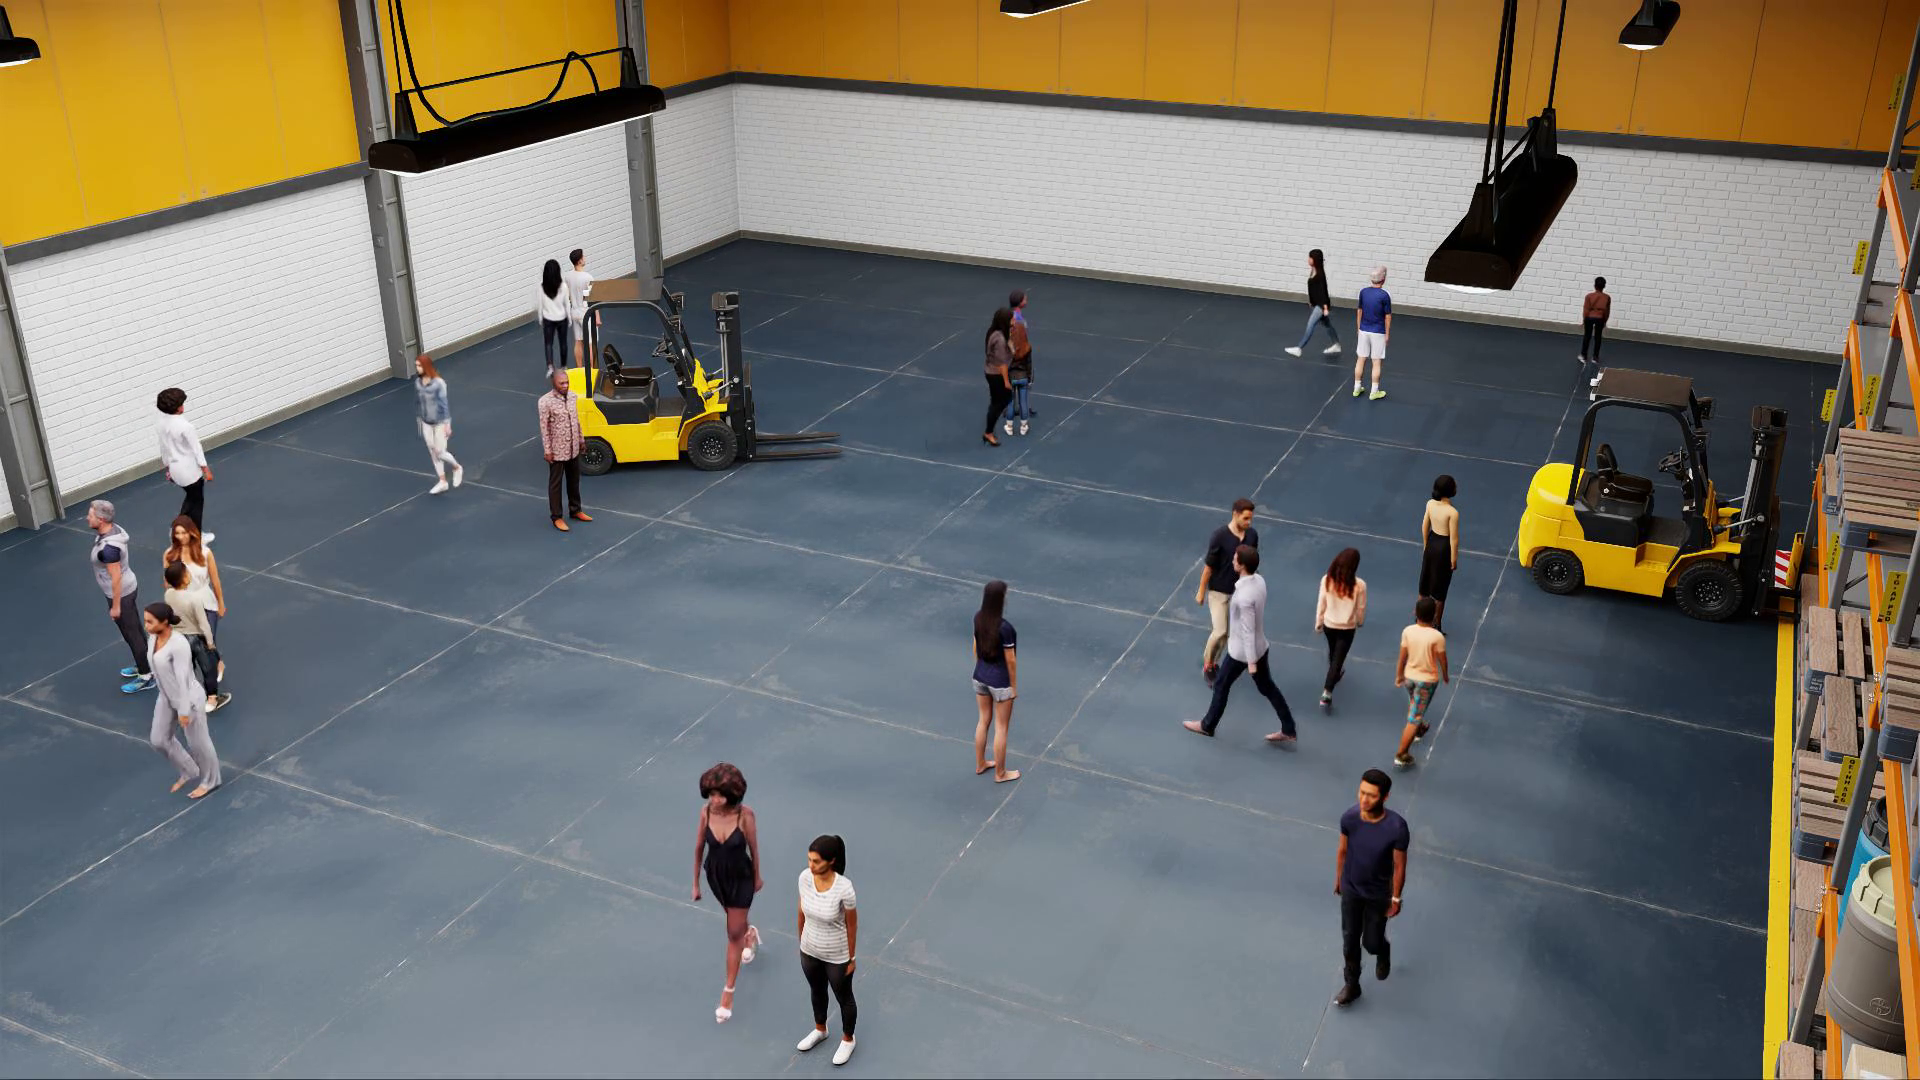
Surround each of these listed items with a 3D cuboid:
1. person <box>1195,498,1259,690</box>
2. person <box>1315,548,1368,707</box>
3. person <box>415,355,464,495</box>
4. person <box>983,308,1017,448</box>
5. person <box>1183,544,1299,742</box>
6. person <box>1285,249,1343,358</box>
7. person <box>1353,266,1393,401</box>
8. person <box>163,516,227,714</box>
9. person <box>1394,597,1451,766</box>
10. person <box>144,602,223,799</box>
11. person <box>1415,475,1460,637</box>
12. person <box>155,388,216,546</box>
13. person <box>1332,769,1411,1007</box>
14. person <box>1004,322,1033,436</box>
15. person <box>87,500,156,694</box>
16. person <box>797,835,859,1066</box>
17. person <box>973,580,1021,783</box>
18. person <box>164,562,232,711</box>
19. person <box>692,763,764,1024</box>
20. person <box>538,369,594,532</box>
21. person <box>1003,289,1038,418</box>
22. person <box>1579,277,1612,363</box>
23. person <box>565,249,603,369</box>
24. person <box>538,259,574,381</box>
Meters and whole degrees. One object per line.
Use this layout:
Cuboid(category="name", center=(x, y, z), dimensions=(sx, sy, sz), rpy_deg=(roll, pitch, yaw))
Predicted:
Cuboid(category="person", center=(2.384, 0.433, 15.160), dimensions=(0.808, 1.829, 0.878), rpy_deg=(-9, 25, -20))
Cuboid(category="person", center=(3.368, 0.798, 14.807), dimensions=(0.615, 1.442, 1.025), rpy_deg=(12, 26, 25))
Cuboid(category="person", center=(-6.079, -1.377, 19.471), dimensions=(0.613, 1.691, 0.668), rpy_deg=(10, 26, 22))
Cuboid(category="person", center=(0.371, -2.010, 20.762), dimensions=(0.860, 1.816, 0.760), rpy_deg=(-3, 24, -7))
Cuboid(category="person", center=(2.517, 0.944, 14.024), dimensions=(0.804, 1.801, 1.158), rpy_deg=(12, 26, 26))
Cuboid(category="person", center=(5.329, -3.426, 24.291), dimensions=(0.995, 1.585, 1.120), rpy_deg=(-1, 24, -3))
Cuboid(category="person", center=(5.616, -2.832, 22.615), dimensions=(0.685, 1.839, 0.638), rpy_deg=(18, 29, 35))
Cuboid(category="person", center=(-6.815, 0.595, 14.901), dimensions=(0.968, 1.737, 1.177), rpy_deg=(-3, 24, -7))
Cuboid(category="person", center=(3.815, 1.210, 13.890), dimensions=(0.715, 1.421, 1.054), rpy_deg=(19, 30, 37))
Cuboid(category="person", center=(-6.214, 1.250, 13.420), dimensions=(0.660, 1.724, 0.654), rpy_deg=(13, 27, 27))
Cuboid(category="person", center=(4.611, 0.147, 16.032), dimensions=(0.691, 1.653, 0.660), rpy_deg=(-14, 27, -29))
Cuboid(category="person", center=(-8.385, -0.744, 17.889), dimensions=(0.626, 1.799, 0.651), rpy_deg=(10, 26, 23))
Cuboid(category="person", center=(2.740, 2.270, 11.014), dimensions=(0.737, 1.783, 0.846), rpy_deg=(17, 29, 34))
Cuboid(category="person", center=(0.727, -2.079, 21.338), dimensions=(0.633, 1.482, 0.663), rpy_deg=(-4, 24, -8))
Cuboid(category="person", center=(-7.583, 0.478, 15.054), dimensions=(0.808, 1.829, 0.762), rpy_deg=(-9, 25, -20))
Cuboid(category="person", center=(-0.830, 2.568, 10.503), dimensions=(0.584, 1.645, 0.536), rpy_deg=(13, 27, 28))
Cuboid(category="person", center=(0.278, 1.150, 13.598), dimensions=(0.648, 1.766, 0.630), rpy_deg=(22, 32, 40))
Cuboid(category="person", center=(-6.785, 0.899, 14.568), dimensions=(0.685, 1.449, 0.888), rpy_deg=(5, 24, 11))
Cuboid(category="person", center=(-1.510, 2.245, 11.128), dimensions=(0.751, 1.738, 1.148), rpy_deg=(5, 24, 11))
Cuboid(category="person", center=(-4.434, -1.039, 18.548), dimensions=(0.791, 1.811, 0.609), rpy_deg=(17, 29, 34))
Cuboid(category="person", center=(0.663, -2.418, 21.803), dimensions=(0.823, 1.731, 0.765), rpy_deg=(-4, 24, -10))
Cuboid(category="person", center=(9.248, -3.222, 24.237), dimensions=(0.562, 1.254, 0.526), rpy_deg=(5, 24, 11))
Cuboid(category="person", center=(-5.300, -3.179, 23.390), dimensions=(0.702, 1.855, 0.582), rpy_deg=(13, 27, 28))
Cuboid(category="person", center=(-5.704, -3.071, 23.363), dimensions=(0.880, 1.677, 0.991), rpy_deg=(-4, 24, -9))
